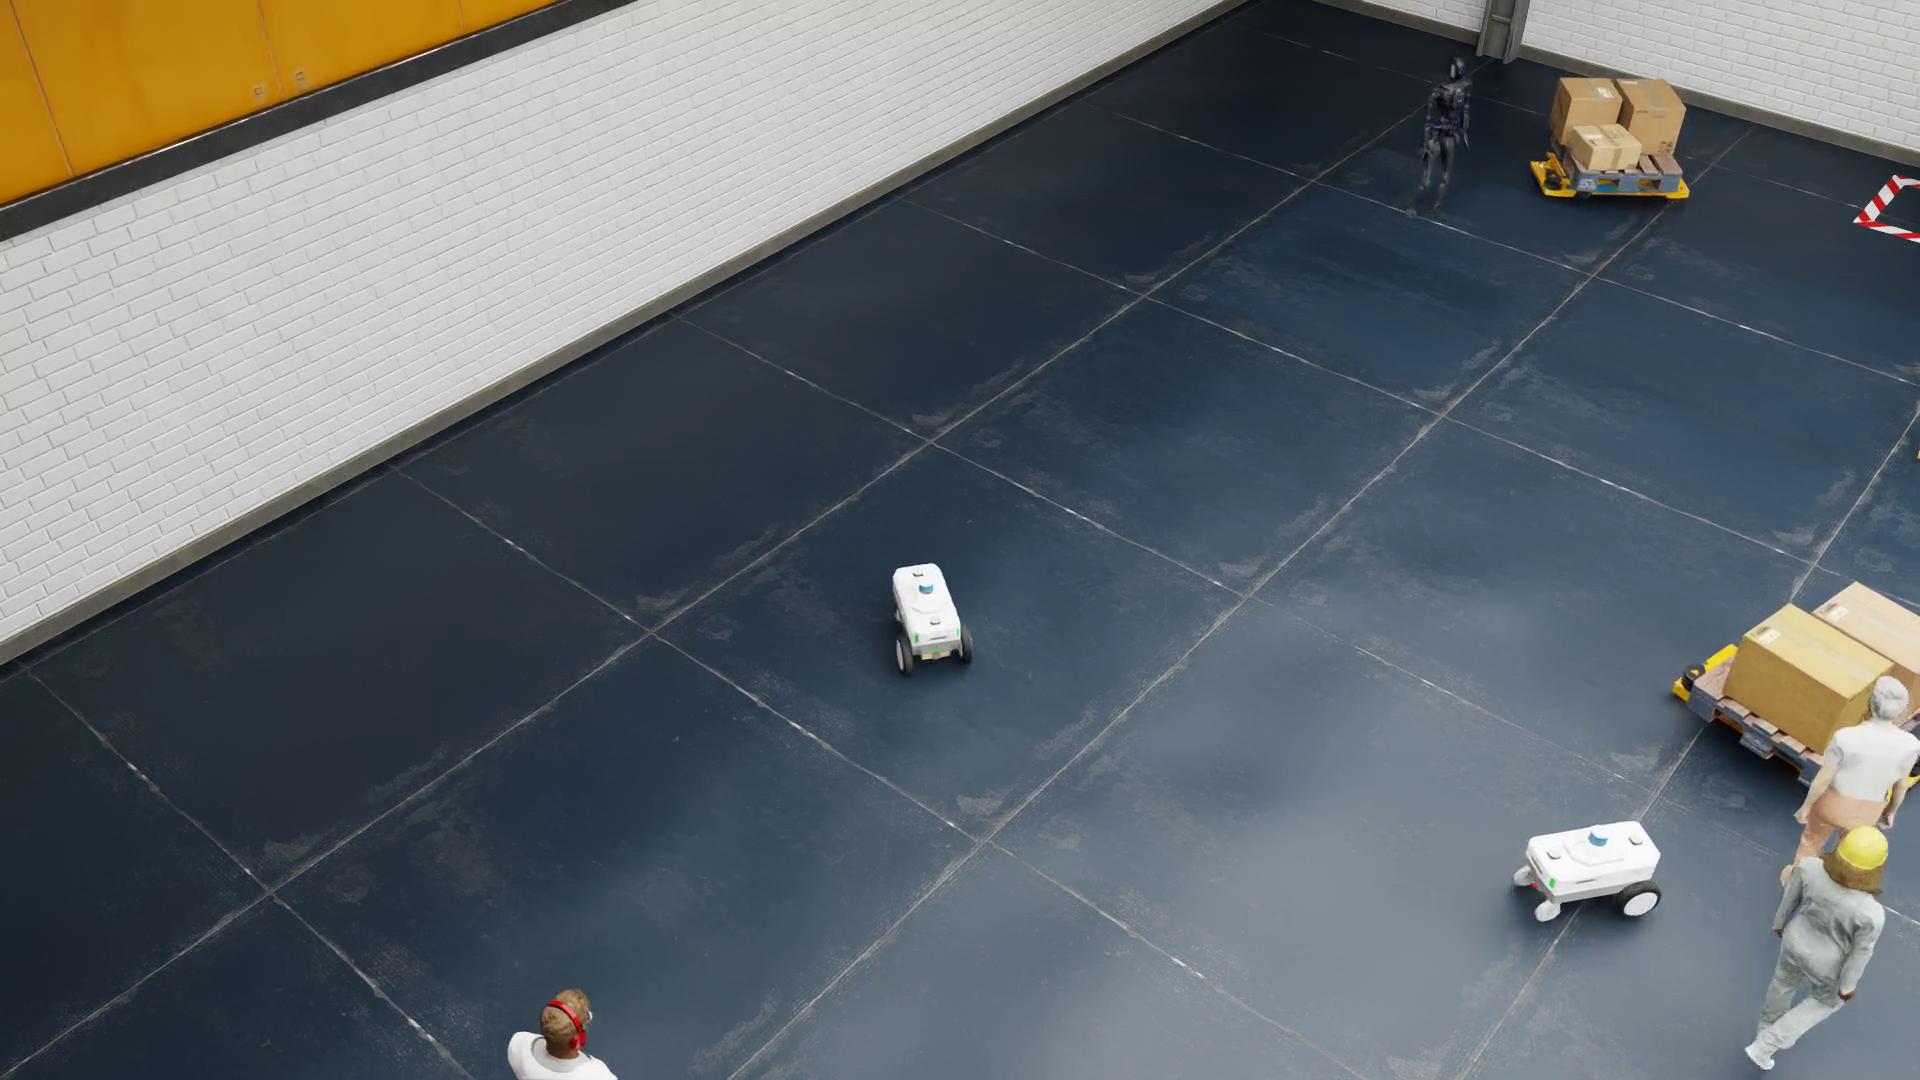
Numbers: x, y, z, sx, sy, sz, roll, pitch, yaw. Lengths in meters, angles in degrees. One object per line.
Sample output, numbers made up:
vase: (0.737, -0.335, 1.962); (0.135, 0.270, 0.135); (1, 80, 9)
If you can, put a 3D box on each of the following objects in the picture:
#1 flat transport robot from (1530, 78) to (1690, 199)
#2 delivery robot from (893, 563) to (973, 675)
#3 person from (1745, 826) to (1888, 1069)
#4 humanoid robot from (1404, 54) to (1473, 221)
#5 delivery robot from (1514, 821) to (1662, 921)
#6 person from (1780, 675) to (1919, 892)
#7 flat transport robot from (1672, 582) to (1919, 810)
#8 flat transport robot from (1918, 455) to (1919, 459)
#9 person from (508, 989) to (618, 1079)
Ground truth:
flat transport robot: (6.593, -3.705, 16.886); (1.431, 0.231, 0.659); (1, 39, 1)
delivery robot: (-0.211, 0.537, 11.405); (0.521, 0.611, 0.782); (-9, 40, -11)
person: (4.382, 2.102, 8.510); (0.464, 1.725, 0.518); (-19, 42, -21)
humanoid robot: (4.635, -3.866, 15.963); (0.608, 1.649, 0.392); (-19, 43, -22)
delivery robot: (3.681, 1.893, 9.701); (0.773, 0.586, 0.499); (-7, 39, -9)
person: (4.955, 1.518, 9.236); (0.511, 1.729, 0.567); (7, 39, 9)
flat transport robot: (5.459, 1.189, 10.811); (0.659, 0.231, 1.431); (-25, 45, -28)
flat transport robot: (8.380, -0.726, 13.187); (1.431, 0.231, 0.659); (-18, 42, -21)
person: (-1.742, 2.733, 7.652); (0.566, 1.832, 0.409); (17, 42, 20)
